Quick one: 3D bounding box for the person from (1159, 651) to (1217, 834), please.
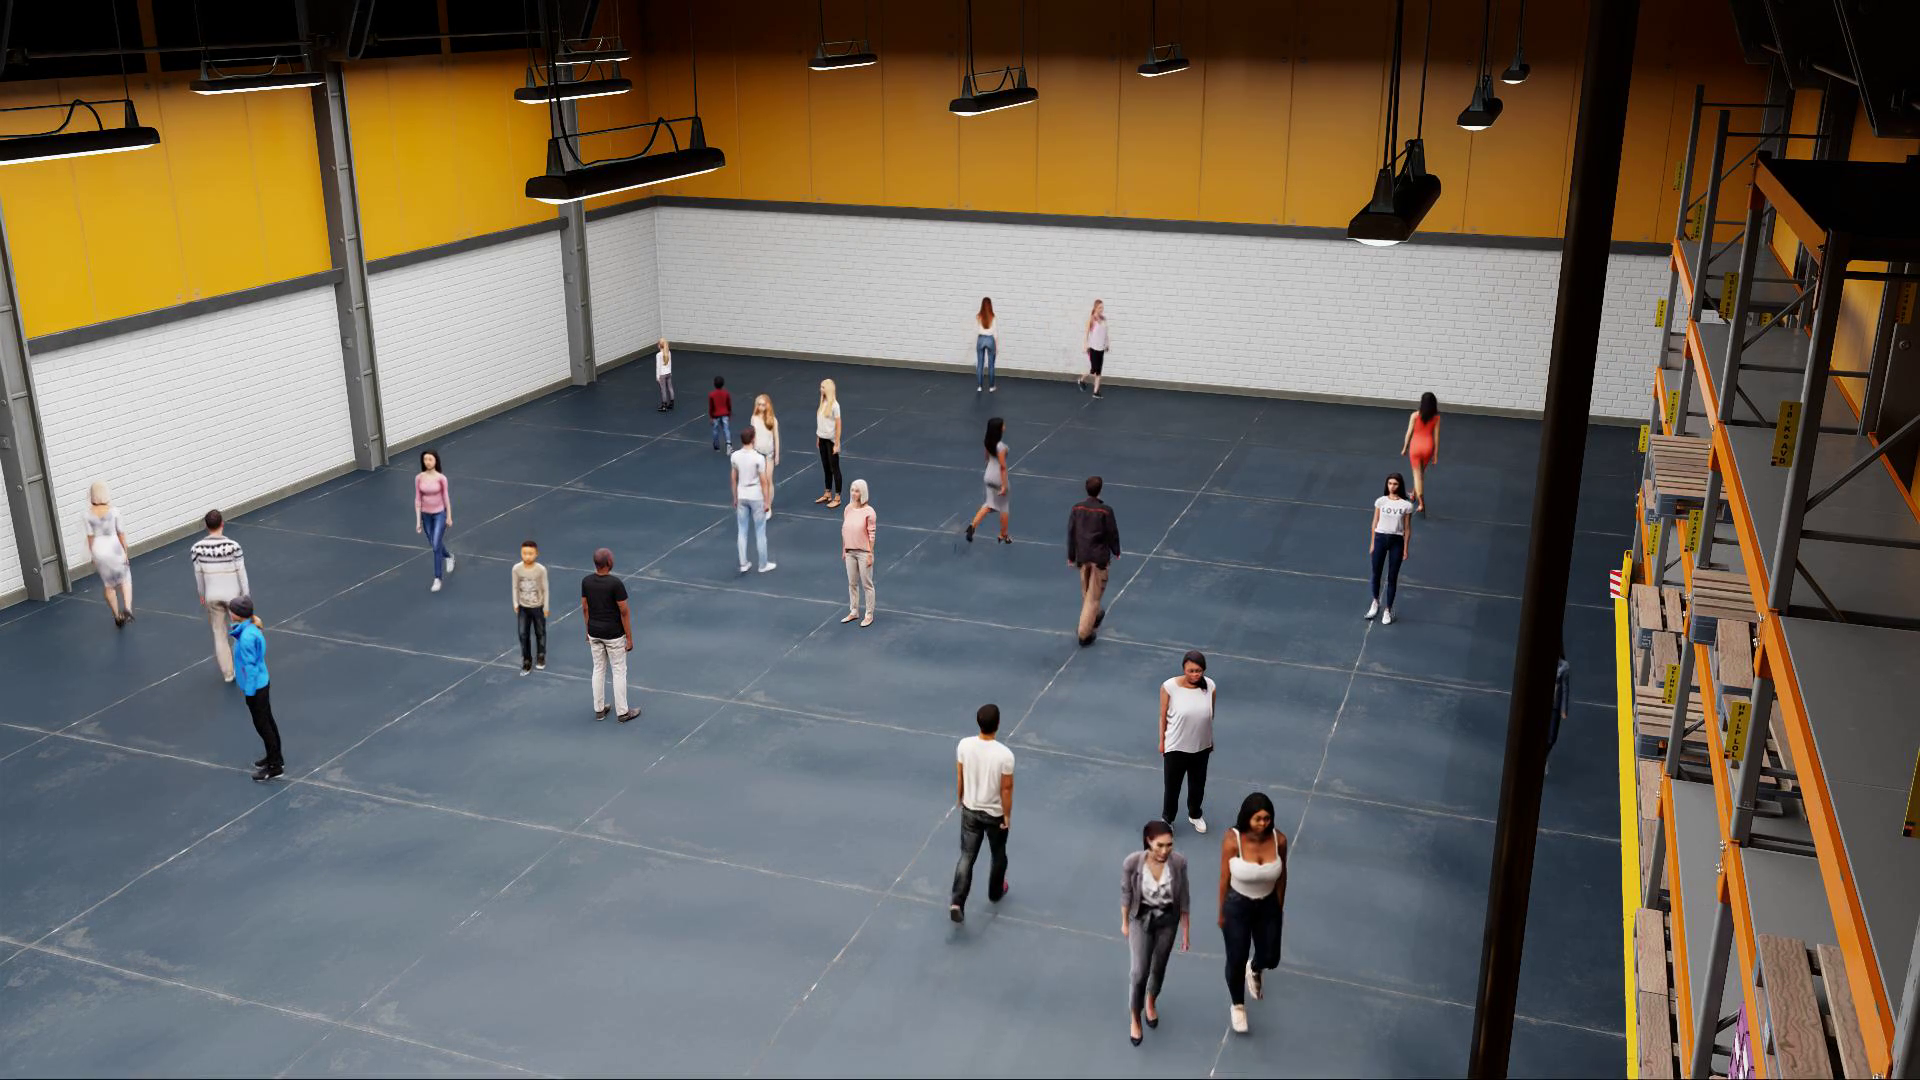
[{"bbox_3d":[1.989,1.744,14.423,0.762,1.687,0.779,-3,19,-10],"label":"person"}]

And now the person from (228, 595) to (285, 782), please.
[{"bbox_3d":[-6.513,1.357,15.397,0.755,1.800,0.657,-5,19,-15],"label":"person"}]

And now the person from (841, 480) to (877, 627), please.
[{"bbox_3d":[-1.156,0.133,19.148,0.641,1.724,0.586,11,21,29],"label":"person"}]

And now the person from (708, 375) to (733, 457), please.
[{"bbox_3d":[-3.743,-1.946,26.082,0.787,1.239,0.884,-6,20,-18],"label":"person"}]

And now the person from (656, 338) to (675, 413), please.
[{"bbox_3d":[-5.099,-2.862,28.741,0.608,1.279,0.513,14,23,36],"label":"person"}]

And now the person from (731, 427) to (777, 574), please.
[{"bbox_3d":[-2.626,-0.501,20.835,0.644,1.850,0.542,7,20,21],"label":"person"}]

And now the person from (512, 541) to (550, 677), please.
[{"bbox_3d":[-4.599,0.685,17.932,0.706,1.455,0.816,-1,19,-4],"label":"person"}]

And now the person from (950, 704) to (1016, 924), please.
[{"bbox_3d":[0.148,2.157,13.053,0.650,1.780,1.059,6,20,18],"label":"person"}]

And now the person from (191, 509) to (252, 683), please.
[{"bbox_3d":[-7.765,0.623,17.520,0.989,1.835,1.113,-3,19,-8],"label":"person"}]

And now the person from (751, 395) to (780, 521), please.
[{"bbox_3d":[-2.673,-1.175,22.990,0.625,1.752,0.693,5,19,15],"label":"person"}]

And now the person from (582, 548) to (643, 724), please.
[{"bbox_3d":[-3.529,0.944,16.618,0.659,1.803,0.565,6,20,18],"label":"person"}]

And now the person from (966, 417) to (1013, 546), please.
[{"bbox_3d":[0.397,-0.725,21.639,1.065,1.762,0.877,-15,24,-38],"label":"person"}]

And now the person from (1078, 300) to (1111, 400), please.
[{"bbox_3d":[2.349,-3.404,29.578,0.872,1.771,0.910,-15,24,-37],"label":"person"}]

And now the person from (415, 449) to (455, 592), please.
[{"bbox_3d":[-6.438,-0.296,20.443,0.750,1.712,1.151,2,19,6],"label":"person"}]

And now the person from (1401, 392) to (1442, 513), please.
[{"bbox_3d":[6.435,-1.183,23.135,0.910,1.675,1.222,-1,19,-3],"label":"person"}]

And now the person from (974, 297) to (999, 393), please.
[{"bbox_3d":[0.476,-3.536,30.036,0.613,1.730,0.566,3,19,10],"label":"person"}]

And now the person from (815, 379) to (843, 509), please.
[{"bbox_3d":[-1.837,-1.381,23.485,0.690,1.826,0.687,-15,24,-38],"label":"person"}]

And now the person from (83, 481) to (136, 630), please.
[{"bbox_3d":[-9.698,0.197,18.931,0.669,1.741,0.720,-6,20,-18],"label":"person"}]

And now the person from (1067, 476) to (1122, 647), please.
[{"bbox_3d":[1.444,0.263,18.502,0.792,1.892,1.105,10,21,27],"label":"person"}]

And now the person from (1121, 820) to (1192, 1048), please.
[{"bbox_3d":[1.357,2.675,11.704,0.753,1.658,0.822,-1,19,-3],"label":"person"}]

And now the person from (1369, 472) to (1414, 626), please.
[{"bbox_3d":[4.971,0.066,19.262,0.607,1.780,0.716,7,20,21],"label":"person"}]

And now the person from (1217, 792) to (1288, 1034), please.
[{"bbox_3d":[2.031,2.575,11.784,0.809,1.798,0.919,-1,19,-2],"label":"person"}]
